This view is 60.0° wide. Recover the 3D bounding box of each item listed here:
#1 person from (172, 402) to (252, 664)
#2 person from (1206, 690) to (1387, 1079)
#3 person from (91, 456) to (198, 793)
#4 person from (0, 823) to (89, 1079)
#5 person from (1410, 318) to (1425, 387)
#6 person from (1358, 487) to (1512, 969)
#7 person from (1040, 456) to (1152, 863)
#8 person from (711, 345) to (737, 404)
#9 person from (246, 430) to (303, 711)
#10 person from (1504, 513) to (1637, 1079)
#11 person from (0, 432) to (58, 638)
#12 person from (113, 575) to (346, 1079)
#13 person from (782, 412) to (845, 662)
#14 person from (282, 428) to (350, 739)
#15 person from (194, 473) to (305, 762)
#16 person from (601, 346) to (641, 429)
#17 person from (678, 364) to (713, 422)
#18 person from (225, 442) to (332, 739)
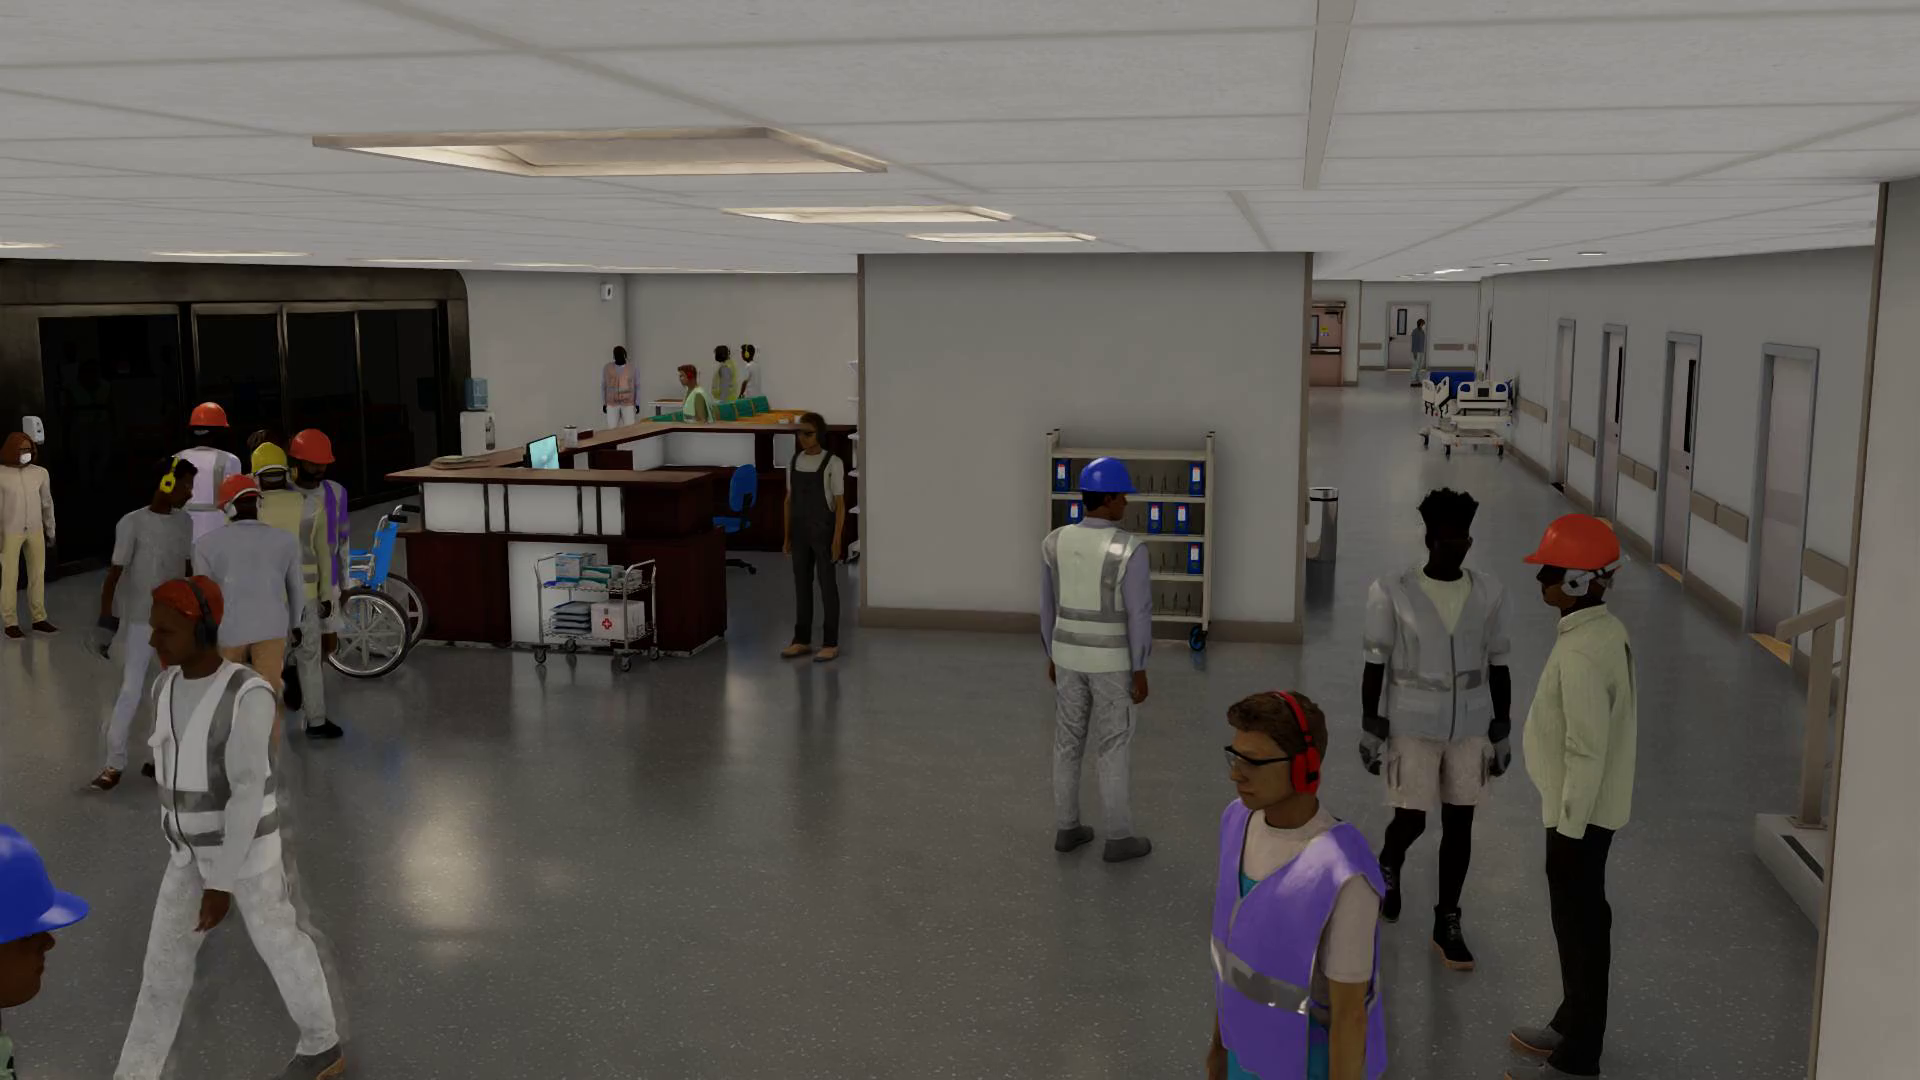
[{"bbox_3d":[-5.411,-0.034,12.053,0.554,1.932,0.378,1,9,6],"label":"person"},{"bbox_3d":[0.780,1.245,3.902,0.376,1.836,0.564,-3,9,-19],"label":"person"},{"bbox_3d":[-4.483,0.461,9.137,0.449,1.829,0.670,4,9,25],"label":"person"},{"bbox_3d":[-1.516,1.385,2.595,0.394,1.949,0.602,-8,12,-42],"label":"person"},{"bbox_3d":[12.875,-5.253,46.722,0.382,1.931,0.631,7,11,37],"label":"person"},{"bbox_3d":[1.941,0.744,6.811,0.631,1.950,0.541,-1,9,-4],"label":"person"},{"bbox_3d":[0.661,0.570,8.016,0.605,1.944,0.403,7,11,39],"label":"person"},{"bbox_3d":[-3.937,-2.393,28.148,0.609,1.807,0.679,0,9,-3],"label":"person"},{"bbox_3d":[-4.464,0.200,10.848,0.429,1.841,0.626,6,10,34],"label":"person"},{"bbox_3d":[2.076,0.901,5.652,0.389,1.996,0.612,4,9,25],"label":"person"},{"bbox_3d":[-7.408,-0.043,13.154,0.286,1.628,0.505,5,10,32],"label":"person"},{"bbox_3d":[-2.438,1.029,5.357,0.576,1.825,1.018,5,10,28],"label":"person"},{"bbox_3d":[-1.088,-0.023,12.293,0.527,1.841,0.330,5,10,28],"label":"person"},{"bbox_3d":[-4.063,0.246,10.283,0.715,1.910,0.559,7,11,40],"label":"person"},{"bbox_3d":[-3.964,0.486,9.301,0.589,1.718,0.601,-4,10,-26],"label":"person"},{"bbox_3d":[-5.418,-2.176,26.579,0.622,1.845,0.429,0,9,-2],"label":"person"},{"bbox_3d":[-3.259,-1.255,20.534,0.513,1.815,0.711,-3,9,-22],"label":"person"},{"bbox_3d":[-4.116,0.323,10.078,0.595,1.827,0.404,-4,9,-23],"label":"person"}]
